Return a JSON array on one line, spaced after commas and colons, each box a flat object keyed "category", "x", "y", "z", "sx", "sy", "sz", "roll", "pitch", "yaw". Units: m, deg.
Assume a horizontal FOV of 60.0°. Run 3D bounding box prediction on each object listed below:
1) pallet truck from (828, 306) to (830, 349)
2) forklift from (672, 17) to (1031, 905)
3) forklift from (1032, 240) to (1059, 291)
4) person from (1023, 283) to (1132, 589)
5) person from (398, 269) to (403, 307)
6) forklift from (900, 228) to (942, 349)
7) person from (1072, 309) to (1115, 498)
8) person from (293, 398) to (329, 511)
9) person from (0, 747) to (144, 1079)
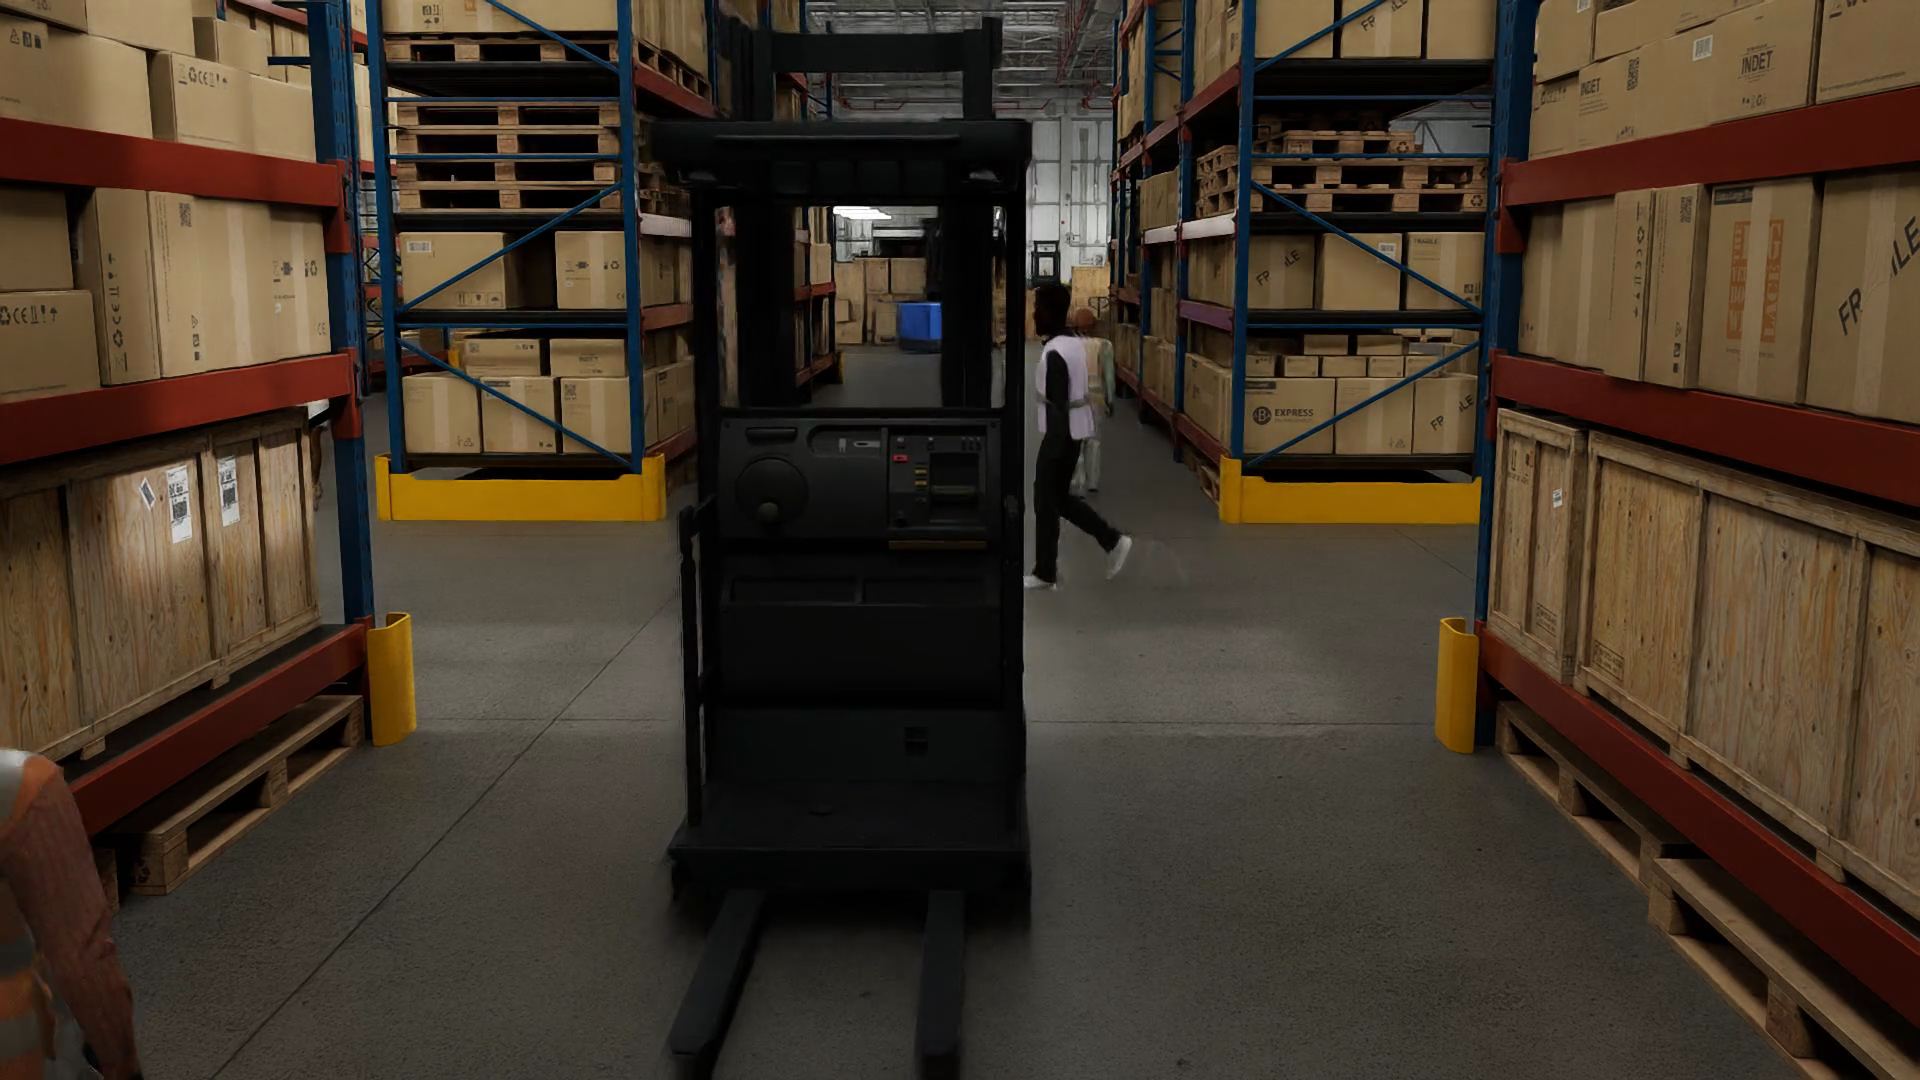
[{"category": "pallet truck", "x": -3.100, "y": -3.940, "z": 29.800, "sx": 1.885, "sy": 1.965, "sz": 0.823, "roll": 3, "pitch": 10, "yaw": 19}, {"category": "forklift", "x": -0.321, "y": -0.382, "z": 5.853, "sx": 1.129, "sy": 2.768, "sz": 1.873, "roll": 0, "pitch": 9, "yaw": 1}, {"category": "forklift", "x": 3.176, "y": -9.648, "z": 61.352, "sx": 1.129, "sy": 2.768, "sz": 1.873, "roll": 0, "pitch": 9, "yaw": 1}, {"category": "person", "x": 0.667, "y": -0.620, "z": 10.198, "sx": 0.669, "sy": 1.902, "sz": 0.610, "roll": 2, "pitch": 10, "yaw": 14}, {"category": "person", "x": -18.511, "y": -8.172, "z": 55.465, "sx": 0.798, "sy": 1.881, "sz": 0.741, "roll": -3, "pitch": 10, "yaw": -18}, {"category": "forklift", "x": -0.406, "y": -5.899, "z": 38.896, "sx": 1.873, "sy": 2.768, "sz": 1.129, "roll": -9, "pitch": 13, "yaw": -44}, {"category": "person", "x": 1.061, "y": -1.192, "z": 14.446, "sx": 0.540, "sy": 1.614, "sz": 0.674, "roll": 0, "pitch": 9, "yaw": -2}, {"category": "person", "x": -5.444, "y": -1.270, "z": 13.801, "sx": 0.618, "sy": 2.010, "sz": 0.955, "roll": -2, "pitch": 10, "yaw": -12}, {"category": "person", "x": -1.505, "y": 0.811, "z": 2.519, "sx": 0.551, "sy": 1.599, "sz": 0.828, "roll": 0, "pitch": 9, "yaw": 0}]
